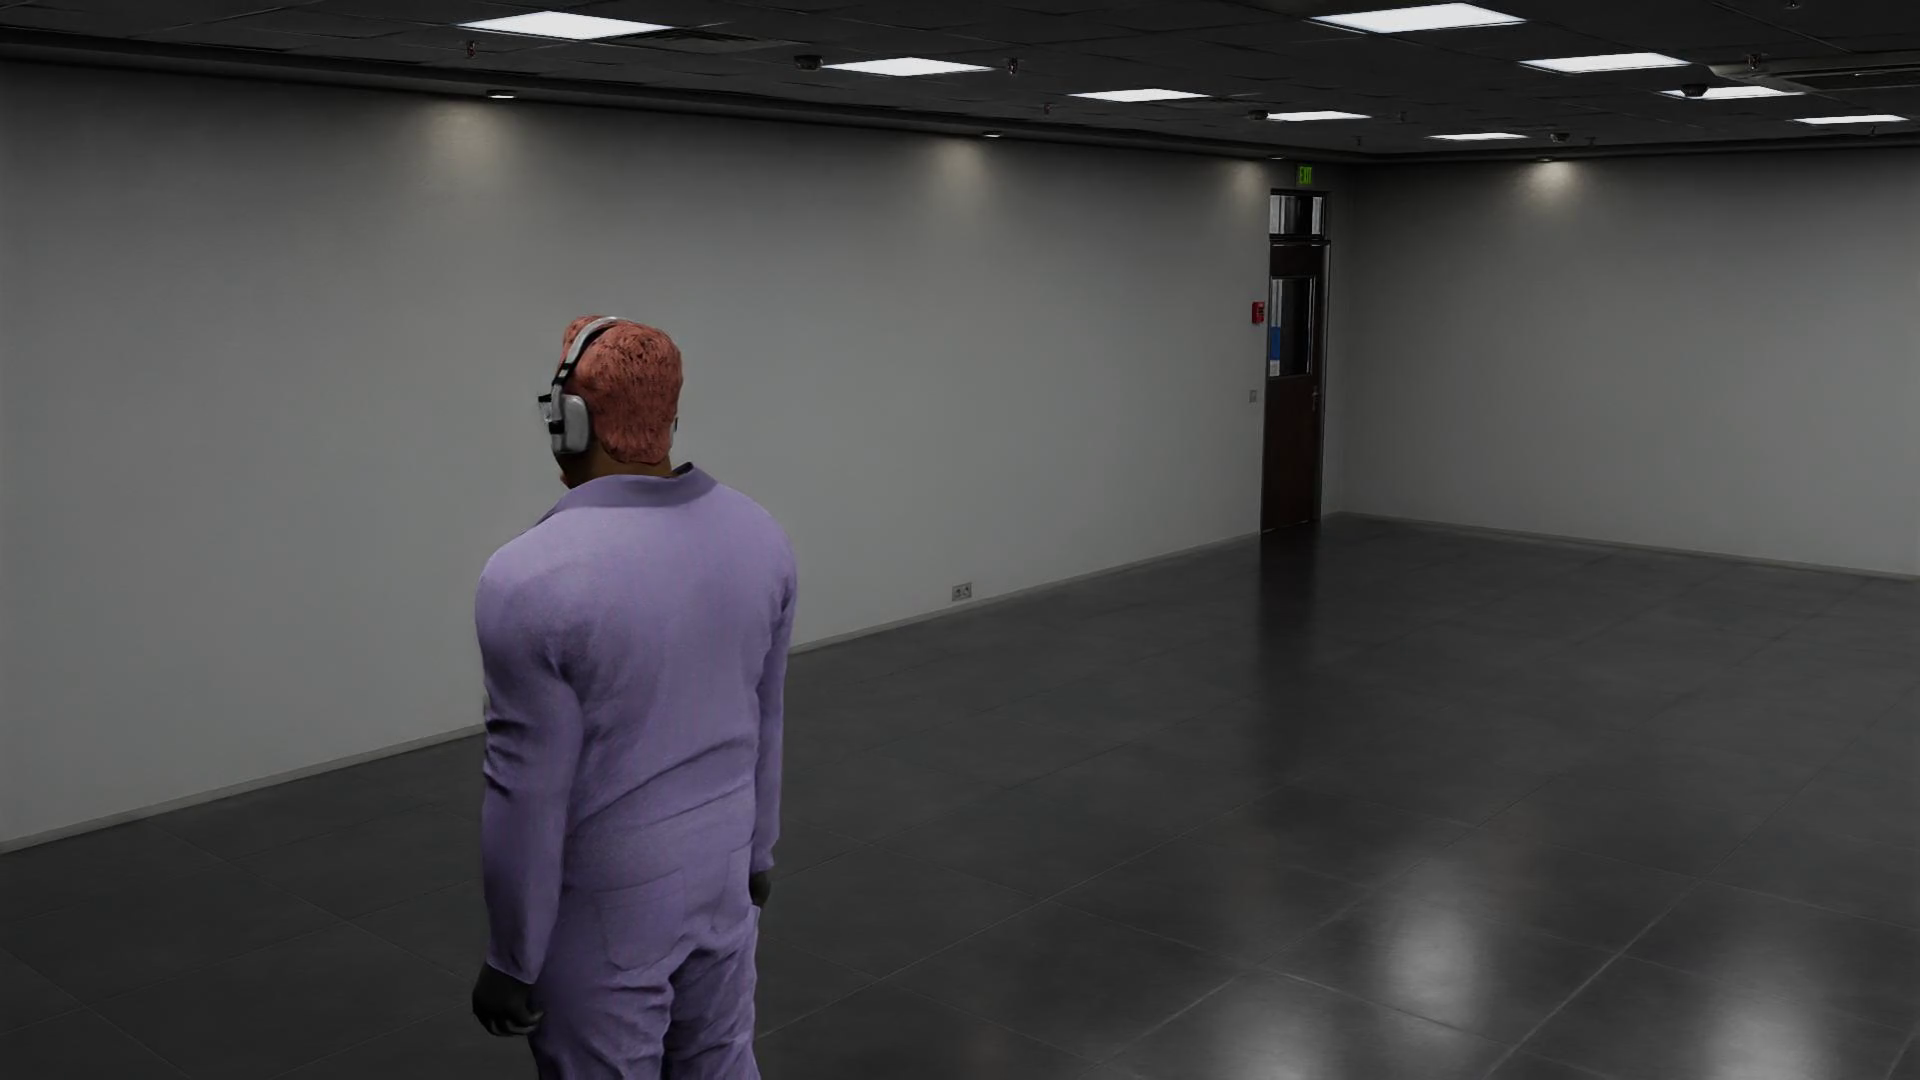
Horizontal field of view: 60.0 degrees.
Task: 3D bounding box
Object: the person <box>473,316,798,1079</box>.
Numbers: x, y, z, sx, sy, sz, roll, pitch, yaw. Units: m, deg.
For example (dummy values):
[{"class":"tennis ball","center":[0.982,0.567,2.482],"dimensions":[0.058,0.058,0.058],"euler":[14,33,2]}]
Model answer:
[{"class":"person","center":[-0.560,0.583,2.817],"dimensions":[0.409,1.907,0.649],"euler":[7,12,34]}]
